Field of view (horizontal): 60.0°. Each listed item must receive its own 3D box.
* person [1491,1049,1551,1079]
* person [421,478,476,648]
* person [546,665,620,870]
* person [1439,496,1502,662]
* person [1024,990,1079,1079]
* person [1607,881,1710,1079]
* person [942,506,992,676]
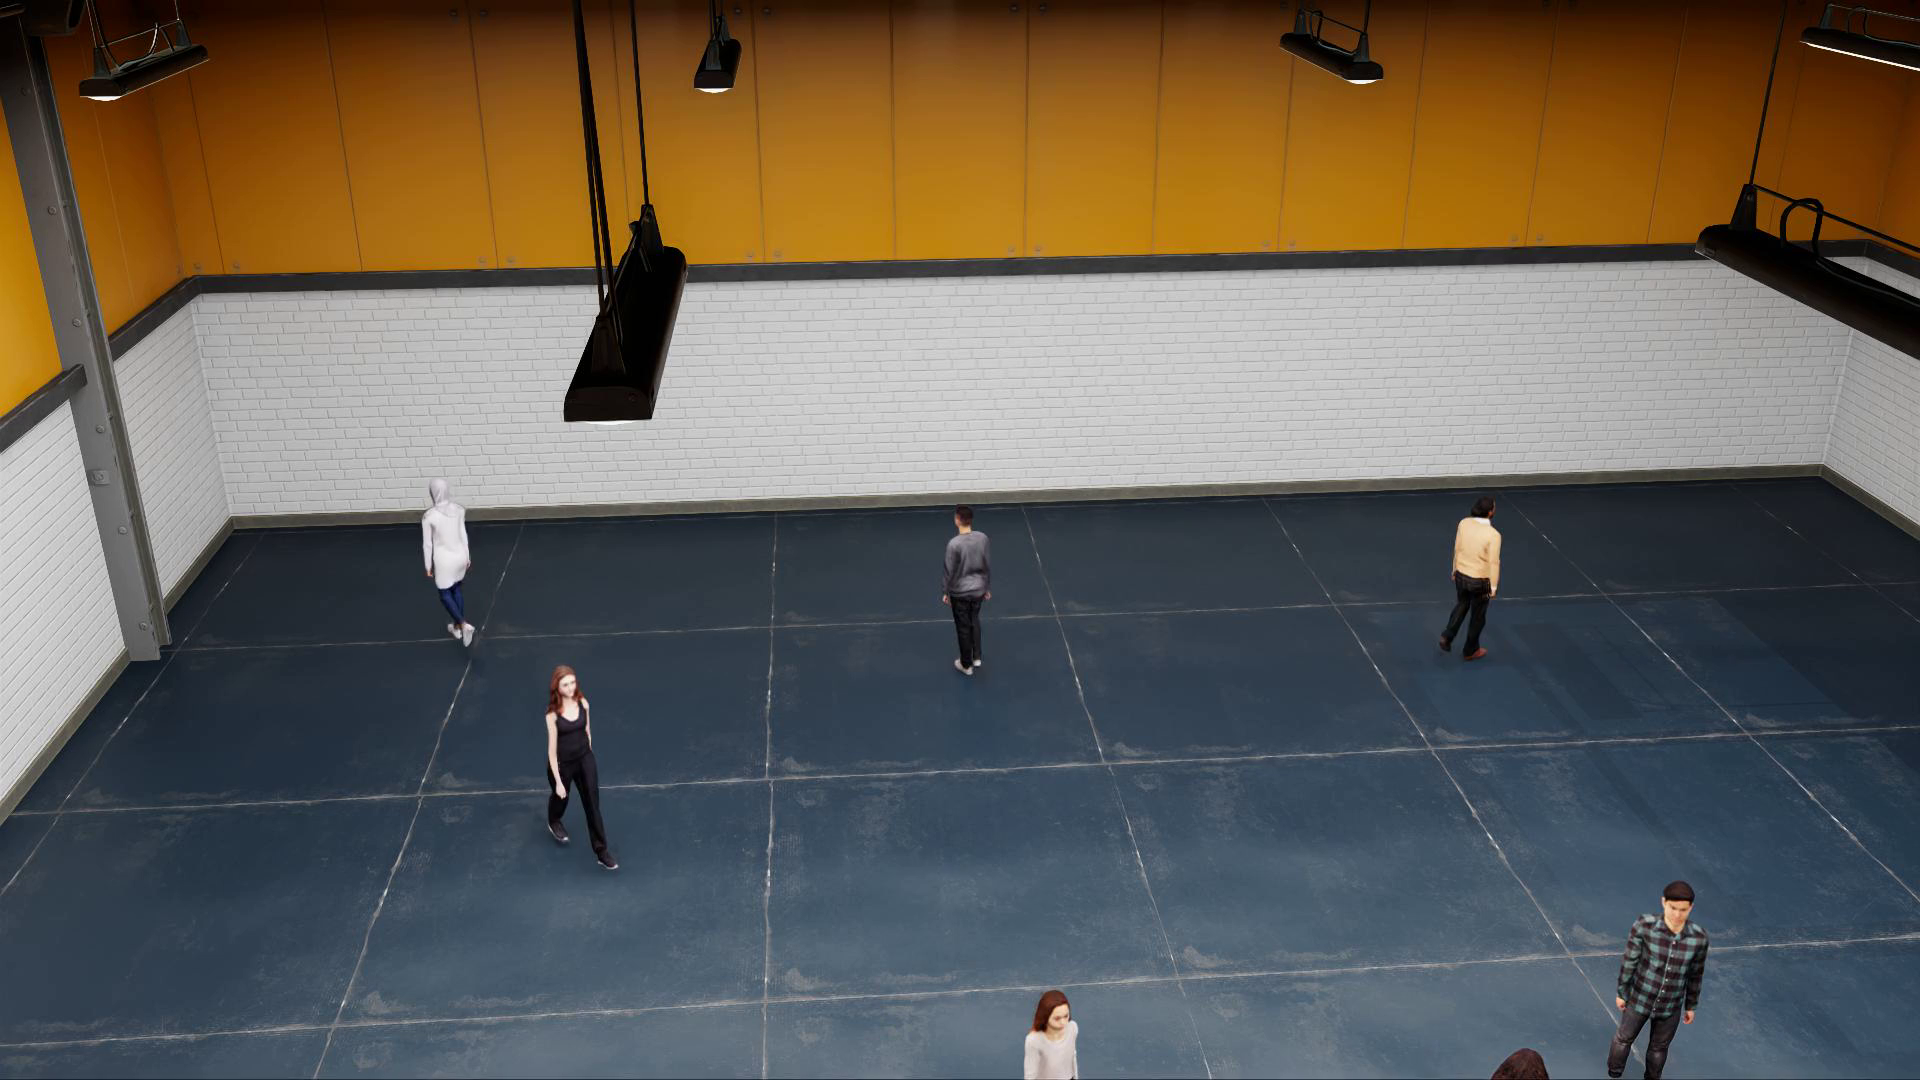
[{"bbox_3d":[3.078,3.531,9.314,0.705,1.617,0.739,11,26,23],"label":"person"},{"bbox_3d":[-5.068,0.256,16.632,0.959,1.758,1.077,-19,30,-37],"label":"person"},{"bbox_3d":[-3.159,1.761,13.266,1.056,1.695,1.218,-20,30,-37],"label":"person"},{"bbox_3d":[4.991,0.402,16.314,0.932,1.745,0.885,-17,29,-33],"label":"person"},{"bbox_3d":[0.543,3.308,9.991,0.617,1.484,0.621,-15,28,-31],"label":"person"},{"bbox_3d":[4.530,2.952,10.849,0.738,1.715,0.659,6,24,14],"label":"person"},{"bbox_3d":[0.103,0.514,16.043,0.724,1.756,0.718,-12,26,-25],"label":"person"}]
